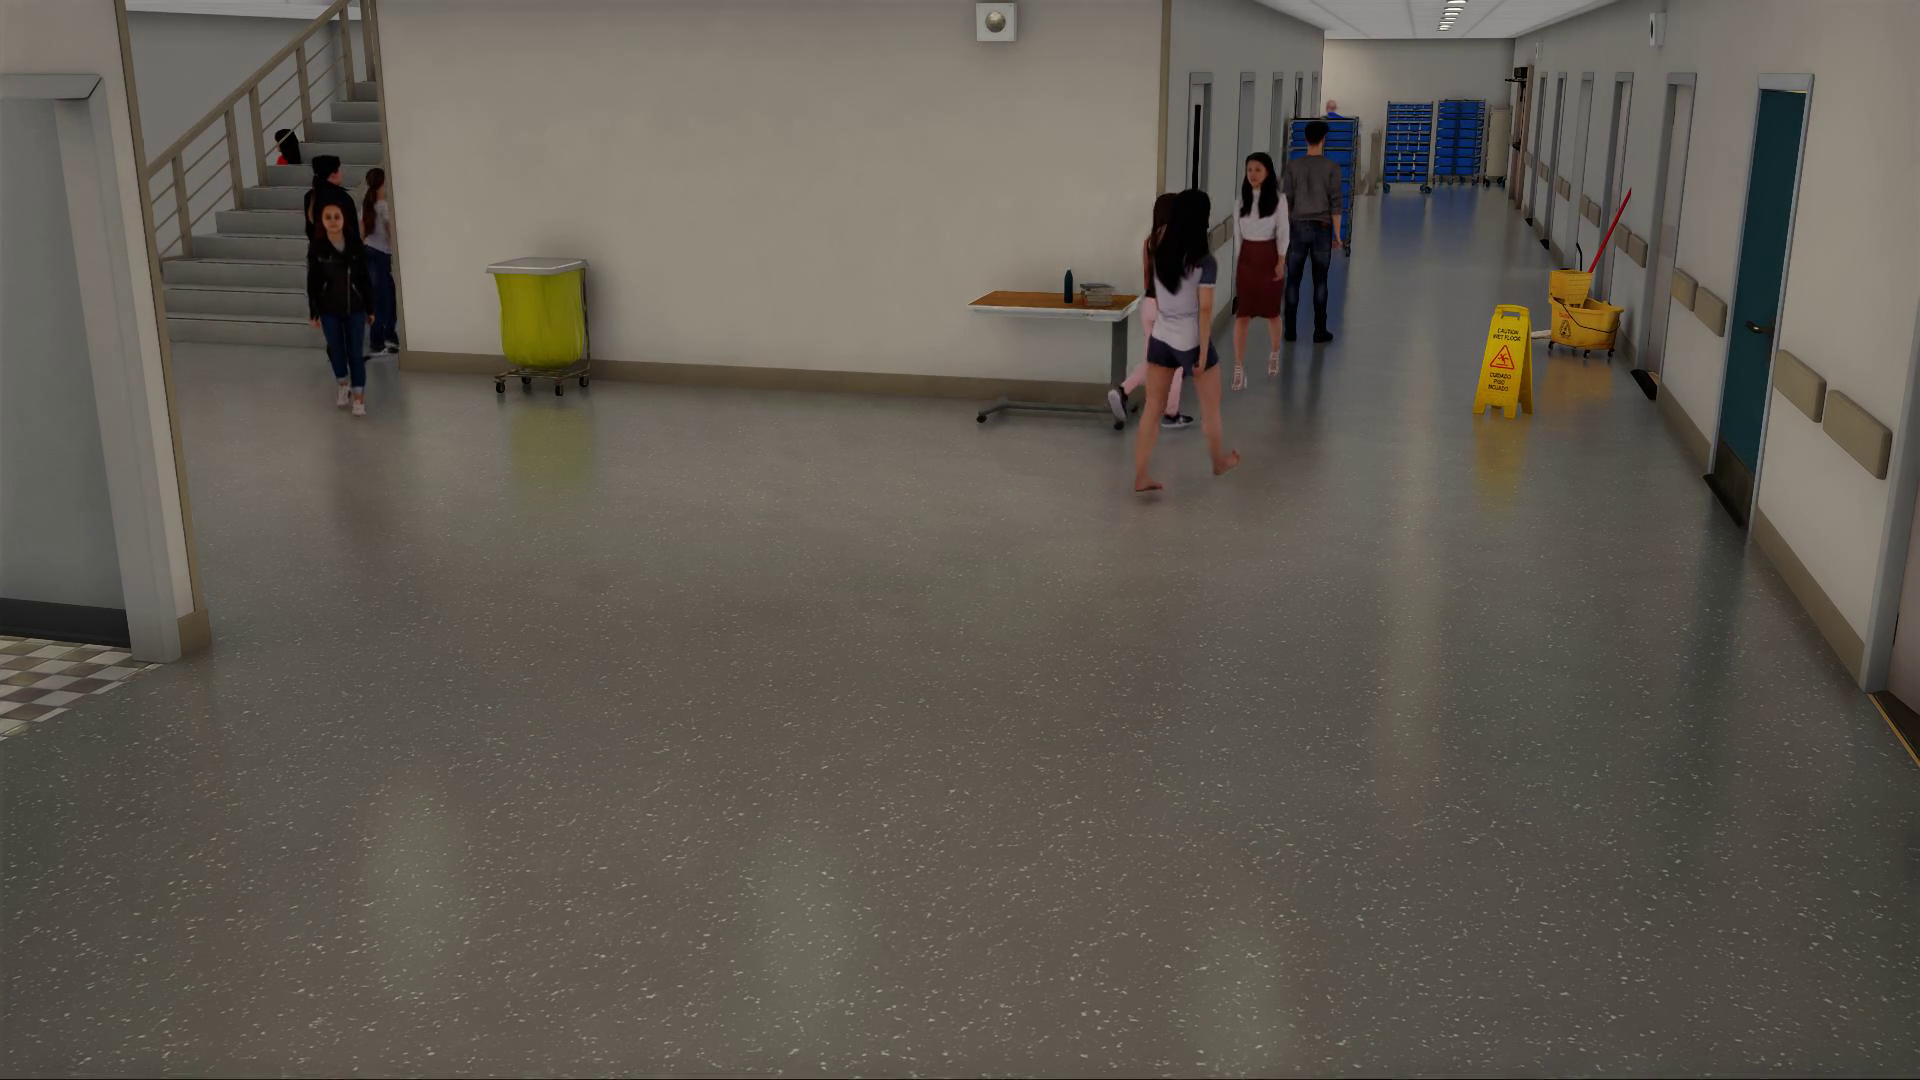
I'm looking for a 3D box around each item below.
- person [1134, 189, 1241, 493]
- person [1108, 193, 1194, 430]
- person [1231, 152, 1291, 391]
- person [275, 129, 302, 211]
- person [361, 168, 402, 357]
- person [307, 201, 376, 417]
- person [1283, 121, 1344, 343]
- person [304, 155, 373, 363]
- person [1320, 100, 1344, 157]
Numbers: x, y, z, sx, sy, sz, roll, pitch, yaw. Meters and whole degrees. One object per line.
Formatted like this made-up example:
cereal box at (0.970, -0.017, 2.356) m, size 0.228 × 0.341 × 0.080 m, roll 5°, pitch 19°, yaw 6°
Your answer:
person at (1.168, -1.057, 9.221) m, size 0.941 × 1.661 × 1.183 m, roll 14°, pitch 21°, yaw 40°
person at (1.278, -1.479, 10.932) m, size 0.915 × 1.544 × 0.830 m, roll -11°, pitch 19°, yaw -33°
person at (2.275, -1.986, 12.433) m, size 0.724 × 1.706 × 1.124 m, roll 7°, pitch 17°, yaw 24°
person at (-6.919, -3.387, 17.327) m, size 0.691 × 1.747 × 0.569 m, roll 3°, pitch 16°, yaw 9°
person at (-4.925, -2.320, 13.941) m, size 0.812 × 1.530 × 0.777 m, roll -13°, pitch 20°, yaw -39°
person at (-4.283, -1.595, 11.519) m, size 0.907 × 1.449 × 1.067 m, roll -5°, pitch 17°, yaw -17°
person at (3.079, -2.707, 14.628) m, size 0.714 × 1.903 × 0.596 m, roll 6°, pitch 17°, yaw 20°
person at (-5.092, -2.284, 13.551) m, size 0.763 × 1.672 × 0.717 m, roll 9°, pitch 18°, yaw 29°
person at (6.553, -6.862, 29.568) m, size 0.888 × 1.793 × 1.227 m, roll 0°, pitch 16°, yaw -1°
